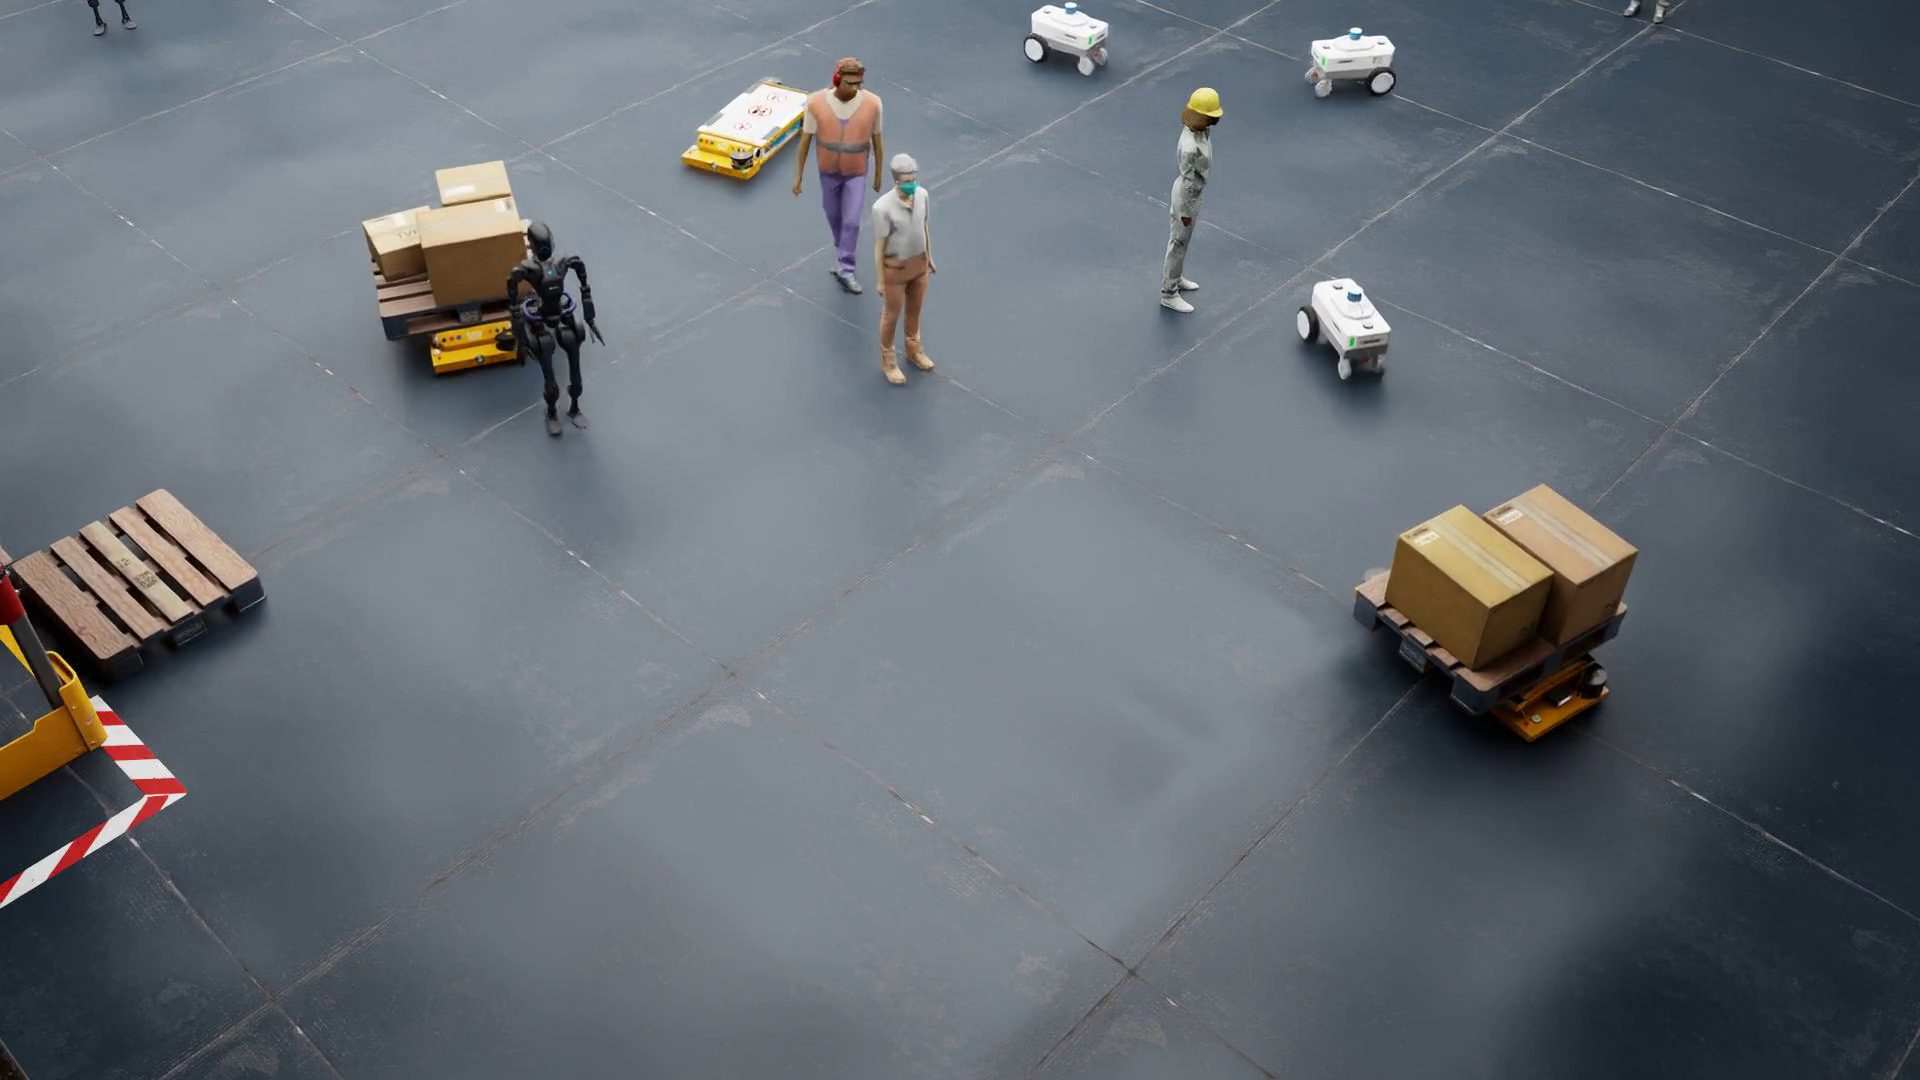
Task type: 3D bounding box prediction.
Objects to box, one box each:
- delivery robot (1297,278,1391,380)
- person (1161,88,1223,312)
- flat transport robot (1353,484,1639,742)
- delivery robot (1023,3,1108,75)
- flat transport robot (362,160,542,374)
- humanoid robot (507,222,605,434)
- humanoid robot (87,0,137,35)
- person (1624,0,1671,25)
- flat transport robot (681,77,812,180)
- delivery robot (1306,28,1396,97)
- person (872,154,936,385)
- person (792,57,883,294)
[{"bbox_3d":[2.815,-1.571,12.073,0.499,0.614,0.815,-10,43,-11],"label":"delivery robot"},{"bbox_3d":[1.702,-2.515,12.219,0.315,1.740,0.492,10,43,11],"label":"person"},{"bbox_3d":[3.085,0.573,9.889,0.659,0.231,1.431,-24,47,-24],"label":"flat transport robot"},{"bbox_3d":[1.016,-4.738,15.556,0.745,0.565,0.499,27,48,26],"label":"delivery robot"},{"bbox_3d":[-3.702,-1.773,12.496,0.659,0.231,1.431,-13,44,-14],"label":"flat transport robot"},{"bbox_3d":[-2.683,-1.417,11.055,0.598,1.638,0.395,-20,46,-21],"label":"humanoid robot"},{"bbox_3d":[-8.228,-5.623,15.715,0.599,1.654,0.315,-17,45,-18],"label":"humanoid robot"},{"bbox_3d":[6.790,-5.892,15.910,0.566,1.832,0.409,20,46,21],"label":"person"},{"bbox_3d":[-1.776,-3.614,14.543,0.659,0.231,1.431,18,45,19],"label":"flat transport robot"},{"bbox_3d":[3.601,-4.365,15.178,0.790,0.614,0.499,-7,42,-7],"label":"delivery robot"},{"bbox_3d":[-0.383,-1.890,11.522,0.491,1.742,0.304,-29,50,-29],"label":"person"},{"bbox_3d":[-0.906,-2.742,12.412,0.688,1.813,0.562,0,42,0],"label":"person"}]
